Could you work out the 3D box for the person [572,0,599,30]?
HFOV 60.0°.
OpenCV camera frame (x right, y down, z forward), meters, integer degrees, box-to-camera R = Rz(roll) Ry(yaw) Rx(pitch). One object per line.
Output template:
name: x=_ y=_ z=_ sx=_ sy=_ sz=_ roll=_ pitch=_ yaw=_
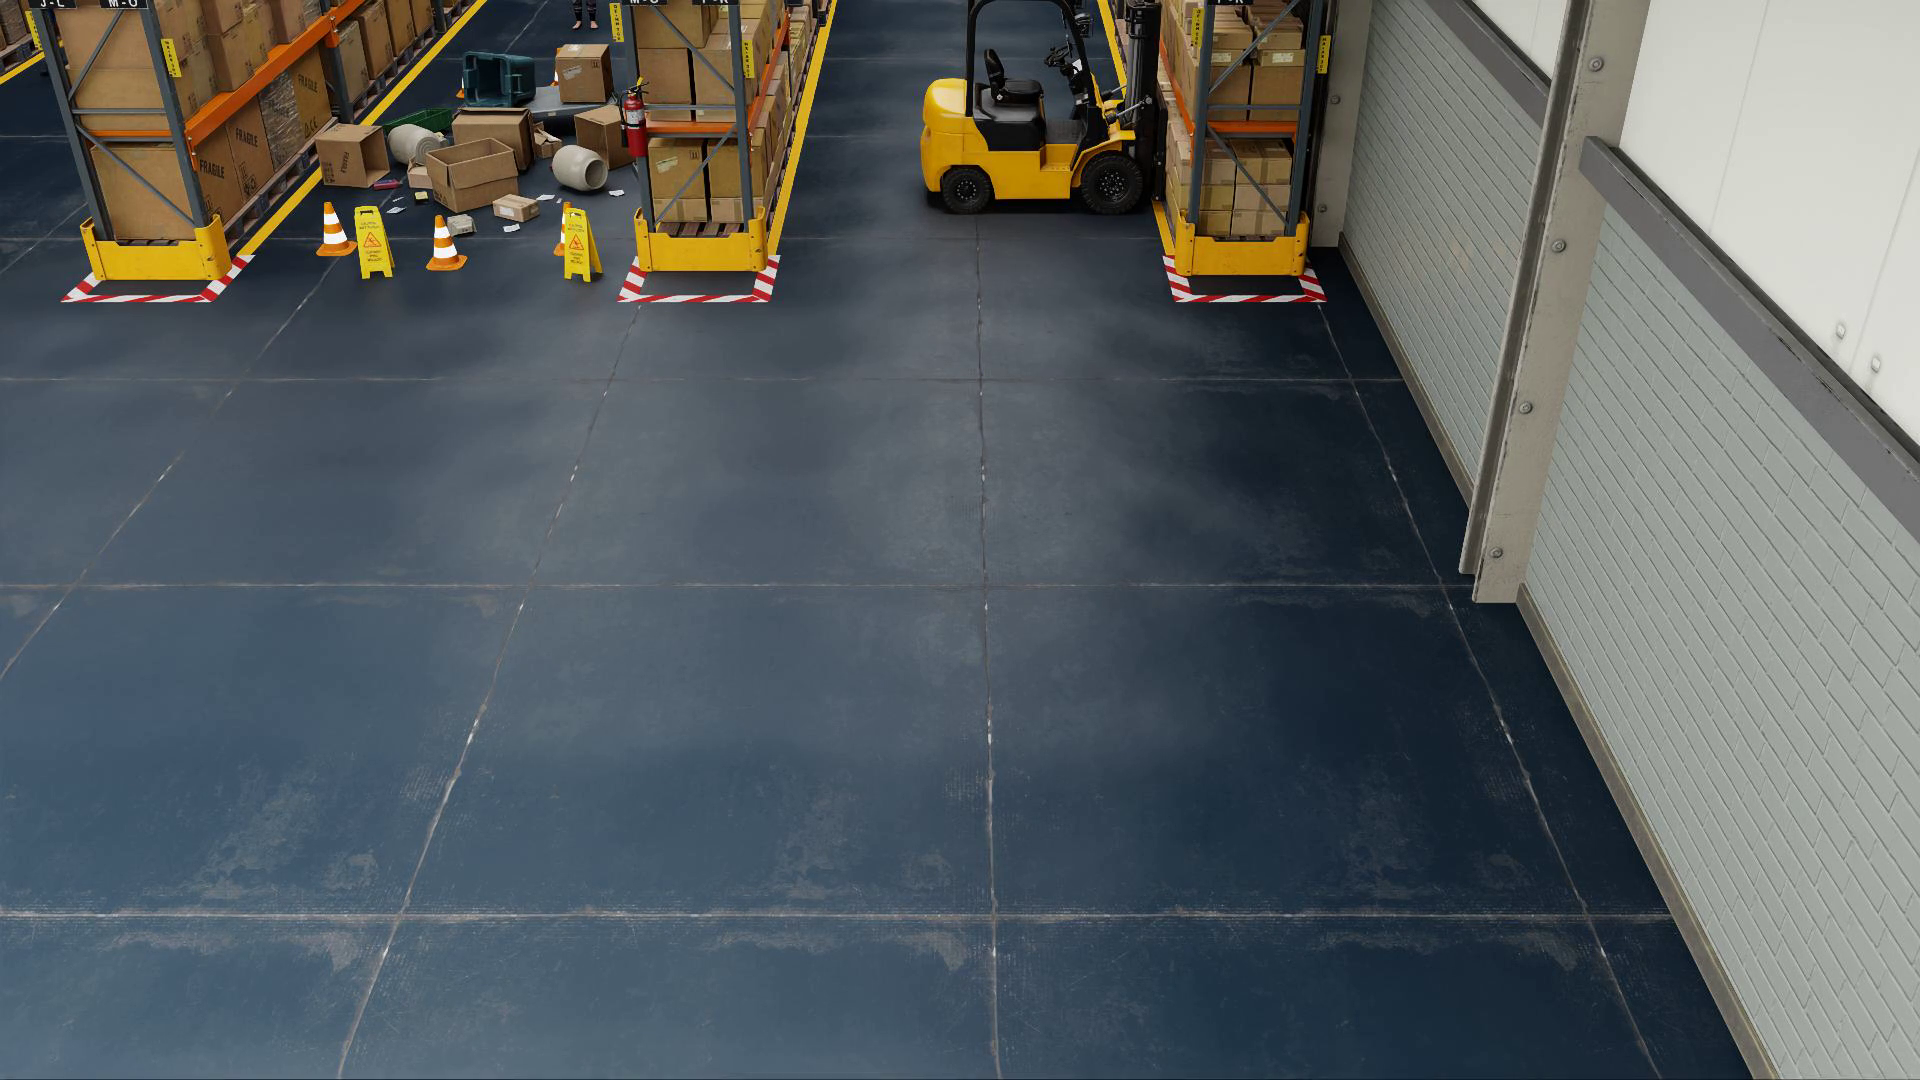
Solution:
person: x=-5.003 y=-7.630 z=21.875 sx=0.620 sy=1.734 sz=0.532 roll=-3 pitch=32 yaw=-4
